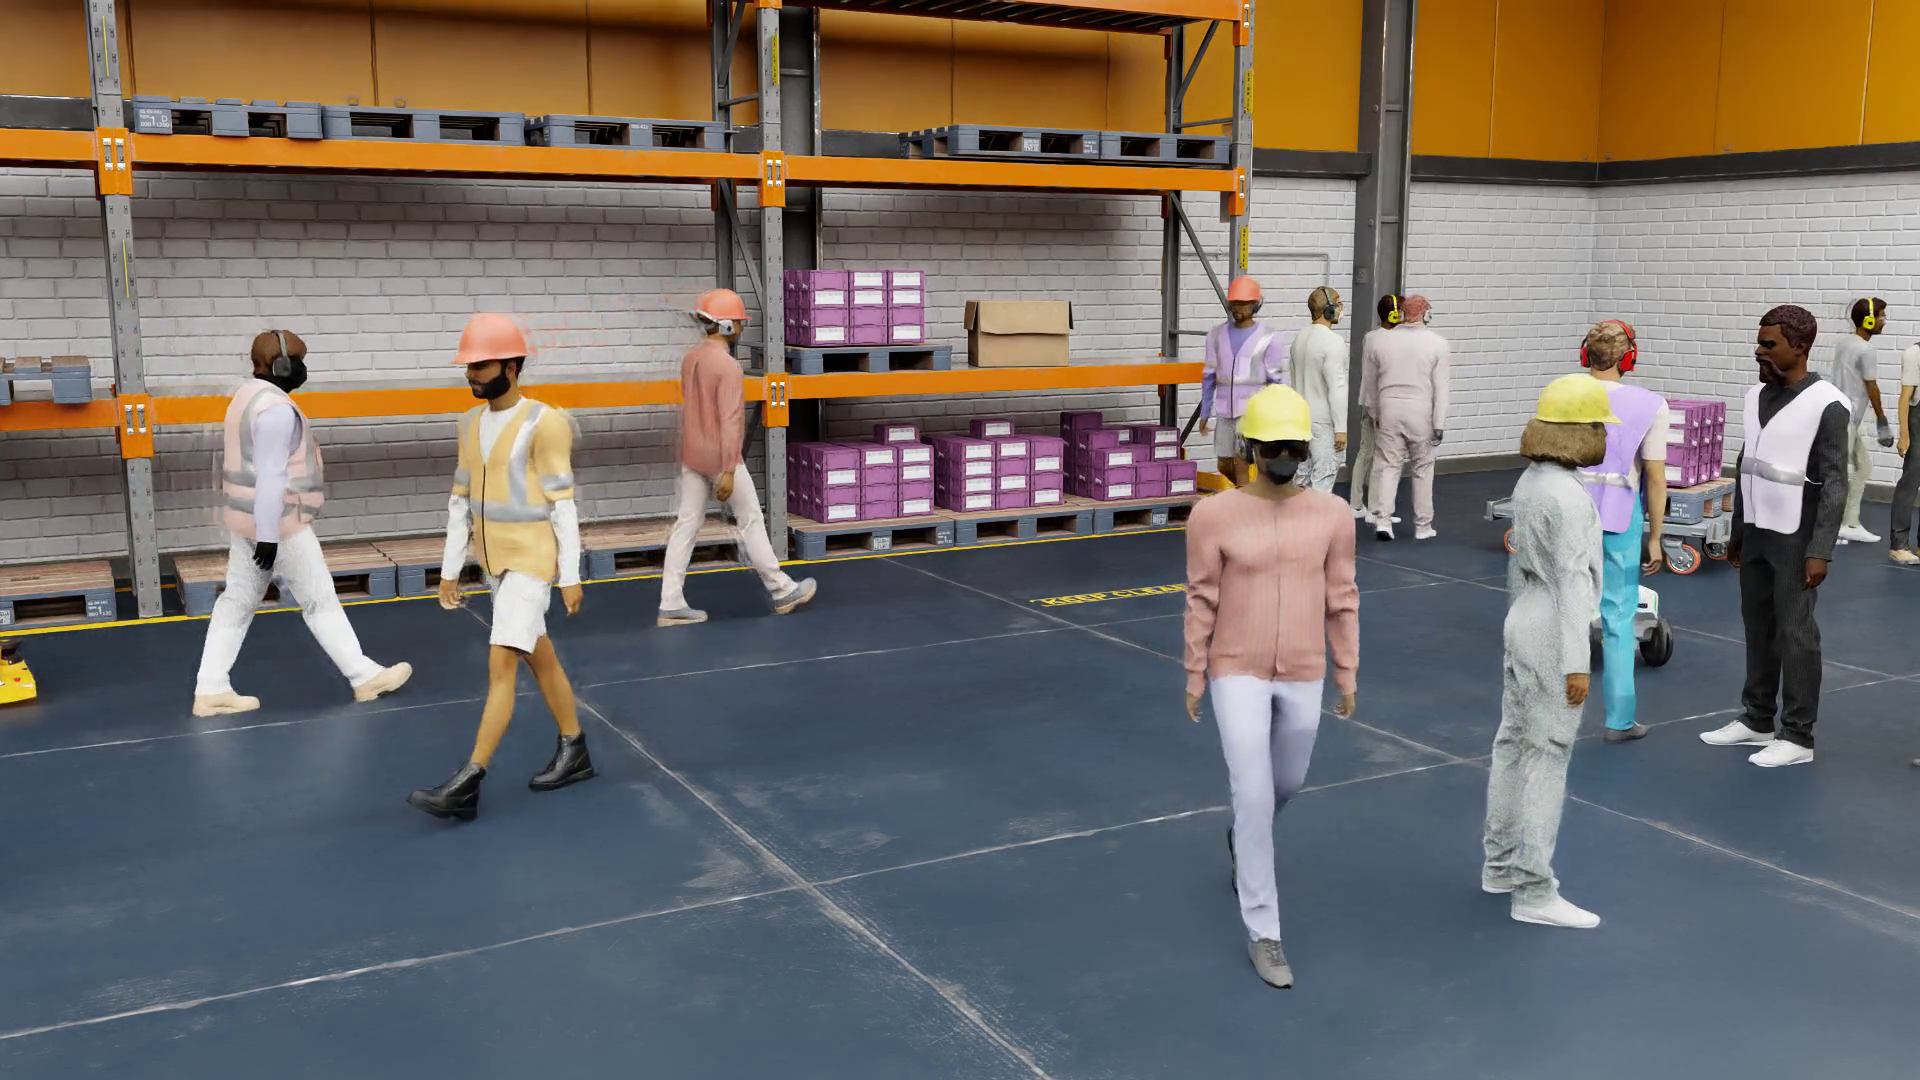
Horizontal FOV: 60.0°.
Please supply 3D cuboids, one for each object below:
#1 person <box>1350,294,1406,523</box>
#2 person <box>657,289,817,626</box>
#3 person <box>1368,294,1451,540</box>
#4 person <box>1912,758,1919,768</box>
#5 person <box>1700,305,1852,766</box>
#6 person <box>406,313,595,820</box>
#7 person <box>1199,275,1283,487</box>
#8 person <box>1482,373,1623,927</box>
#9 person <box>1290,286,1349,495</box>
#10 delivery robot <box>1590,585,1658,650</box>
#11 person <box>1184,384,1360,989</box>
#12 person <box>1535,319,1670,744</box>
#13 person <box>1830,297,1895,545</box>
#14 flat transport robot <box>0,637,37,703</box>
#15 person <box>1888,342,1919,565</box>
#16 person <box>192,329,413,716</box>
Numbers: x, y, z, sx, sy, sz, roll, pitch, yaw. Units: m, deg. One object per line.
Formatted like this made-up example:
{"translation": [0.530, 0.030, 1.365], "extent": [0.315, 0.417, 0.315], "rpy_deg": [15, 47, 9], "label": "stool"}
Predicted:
{"translation": [3.418, -1.066, 13.549], "extent": [0.359, 1.861, 0.514], "rpy_deg": [-3, 10, -18], "label": "person"}
{"translation": [-1.352, -0.485, 9.726], "extent": [1.018, 1.938, 0.611], "rpy_deg": [-8, 12, -41], "label": "person"}
{"translation": [3.365, -0.908, 12.585], "extent": [0.662, 1.885, 0.624], "rpy_deg": [6, 11, 33], "label": "person"}
{"translation": [4.010, 0.121, 6.577], "extent": [0.326, 1.767, 0.533], "rpy_deg": [4, 10, 21], "label": "person"}
{"translation": [3.449, -0.017, 6.956], "extent": [0.373, 1.917, 0.595], "rpy_deg": [-1, 9, -9], "label": "person"}
{"translation": [-1.792, 0.098, 6.329], "extent": [0.564, 1.888, 0.963], "rpy_deg": [7, 12, 38], "label": "person"}
{"translation": [2.152, -0.989, 12.583], "extent": [0.616, 2.024, 0.852], "rpy_deg": [7, 11, 35], "label": "person"}
{"translation": [1.898, 0.341, 5.302], "extent": [0.318, 1.742, 0.492], "rpy_deg": [0, 9, -1], "label": "person"}
{"translation": [2.545, -0.811, 11.733], "extent": [0.372, 1.940, 0.632], "rpy_deg": [-3, 10, -17], "label": "person"}
{"translation": [3.393, 0.309, 8.823], "extent": [0.477, 0.478, 0.707], "rpy_deg": [-1, 9, -4], "label": "delivery robot"}
{"translation": [0.929, 0.382, 5.080], "extent": [0.527, 1.740, 0.811], "rpy_deg": [-1, 9, -8], "label": "person"}
{"translation": [2.771, -0.032, 7.261], "extent": [0.564, 1.847, 0.397], "rpy_deg": [7, 12, 37], "label": "person"}
{"translation": [6.690, -0.866, 12.356], "extent": [0.720, 1.844, 0.501], "rpy_deg": [2, 10, 12], "label": "person"}
{"translation": [-5.146, 0.677, 7.730], "extent": [1.431, 0.197, 0.652], "rpy_deg": [-6, 11, -34], "label": "flat transport robot"}
{"translation": [6.780, -0.744, 11.605], "extent": [0.516, 1.844, 0.329], "rpy_deg": [-2, 10, -12], "label": "person"}
{"translation": [-3.153, -0.081, 7.766], "extent": [0.988, 1.784, 0.632], "rpy_deg": [-7, 12, -37], "label": "person"}
